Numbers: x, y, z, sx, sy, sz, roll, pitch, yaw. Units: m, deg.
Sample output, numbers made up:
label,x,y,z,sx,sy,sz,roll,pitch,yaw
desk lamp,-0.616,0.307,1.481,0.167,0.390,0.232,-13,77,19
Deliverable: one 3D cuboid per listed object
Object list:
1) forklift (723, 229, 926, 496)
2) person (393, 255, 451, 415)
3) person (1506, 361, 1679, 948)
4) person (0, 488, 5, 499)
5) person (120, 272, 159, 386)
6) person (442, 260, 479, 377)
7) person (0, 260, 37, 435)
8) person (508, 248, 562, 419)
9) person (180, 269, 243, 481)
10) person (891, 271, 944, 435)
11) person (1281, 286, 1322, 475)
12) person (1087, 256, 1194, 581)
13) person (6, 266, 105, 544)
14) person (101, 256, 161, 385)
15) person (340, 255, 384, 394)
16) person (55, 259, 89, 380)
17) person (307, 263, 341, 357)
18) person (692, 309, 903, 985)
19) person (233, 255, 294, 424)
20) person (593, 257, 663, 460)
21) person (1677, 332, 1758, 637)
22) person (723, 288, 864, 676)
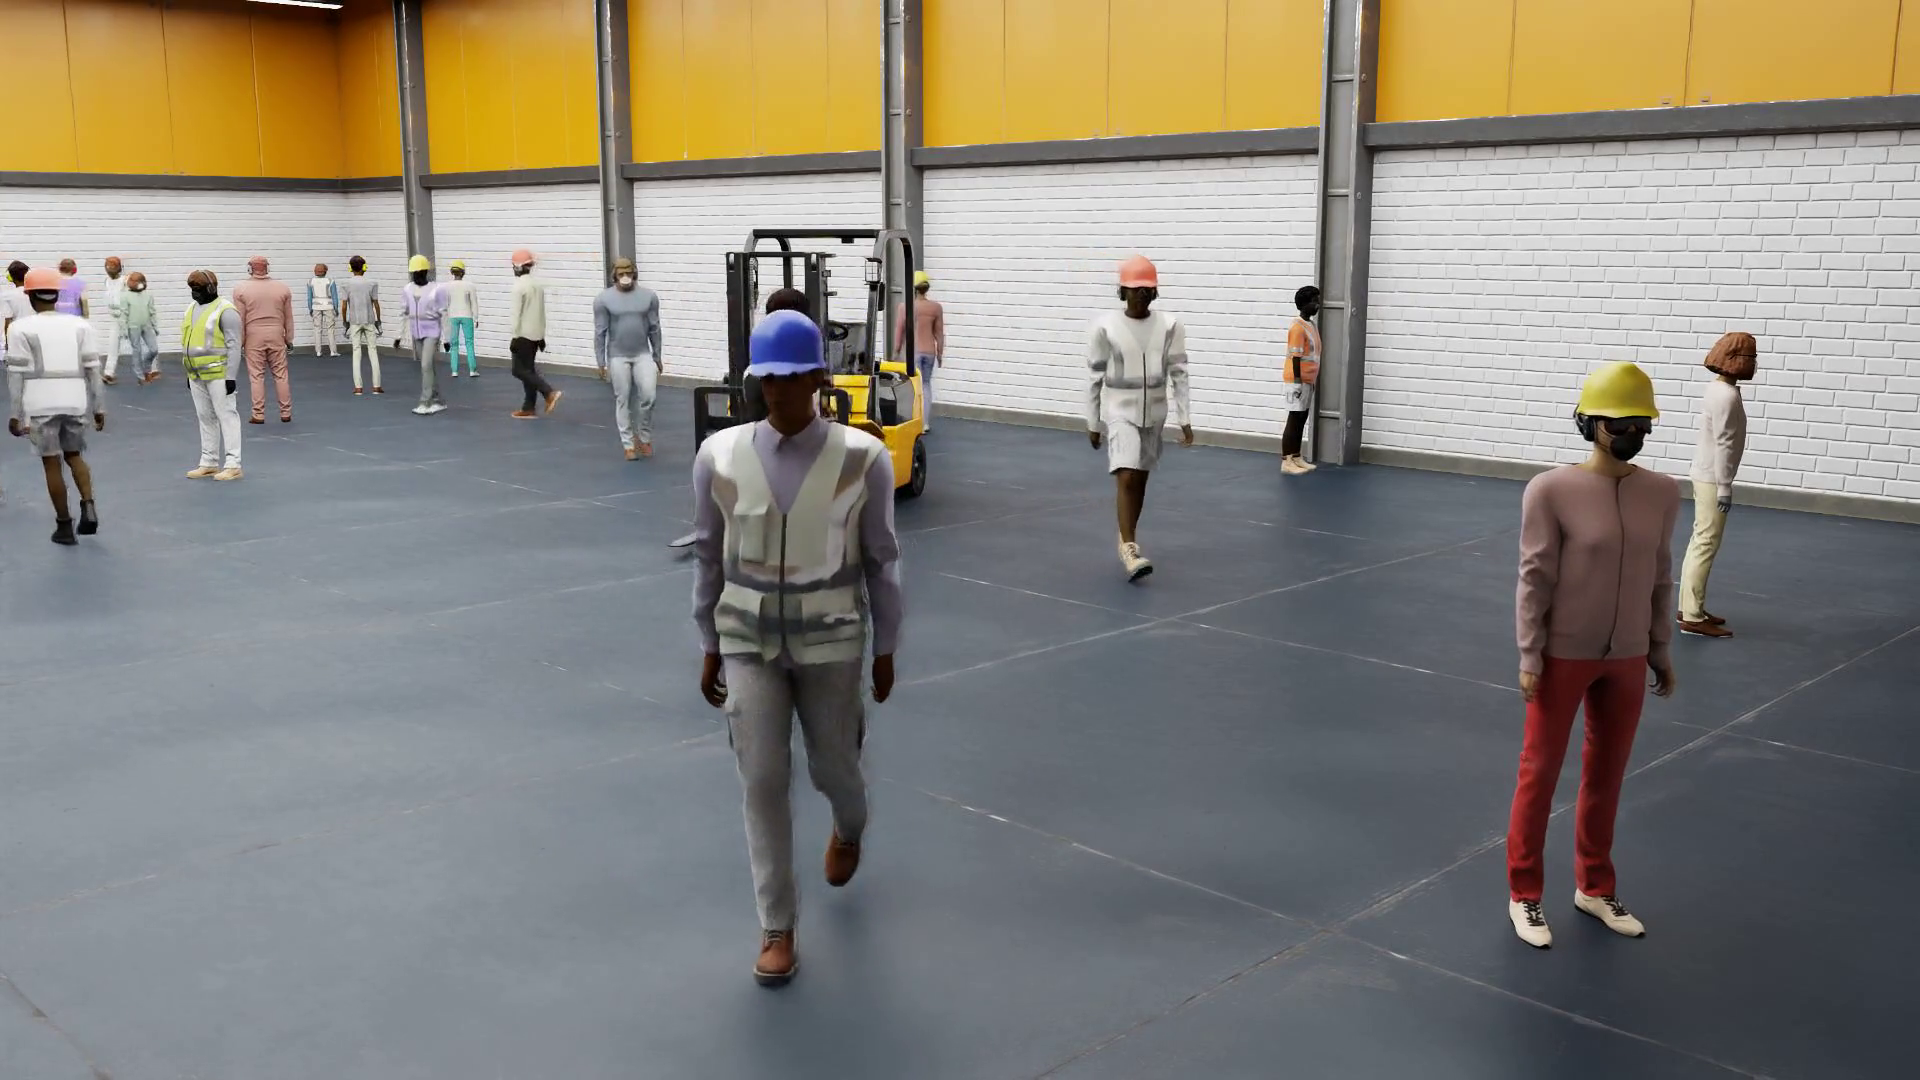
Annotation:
label,x,y,z,sx,sy,sz,roll,pitch,yaw
forklift,-1.050,-1.319,12.920,1.214,2.155,2.313,2,11,13
person,-6.432,-2.424,19.784,0.613,1.891,0.884,4,11,23
person,1.912,0.346,5.005,0.522,1.769,0.318,-2,11,-13
person,-7.676,-1.139,12.479,0.652,1.994,0.472,7,12,33
person,-11.601,-2.983,23.540,0.370,1.615,0.541,7,13,34
person,-7.520,-3.328,25.046,0.531,1.765,0.327,-2,11,-9
person,-9.975,-2.045,17.782,0.335,1.865,0.520,7,12,33
person,-4.935,-2.372,19.229,0.626,1.982,0.619,3,11,14
person,-6.548,-1.437,14.536,0.624,1.840,0.429,5,12,27
person,-0.467,-2.011,17.907,0.532,1.760,0.490,-5,12,-27
person,3.064,-1.431,14.907,0.321,1.689,0.530,5,11,24
person,1.140,-0.751,10.366,0.617,1.993,1.030,-2,11,-13
person,-6.265,-0.926,11.511,0.414,1.916,0.563,8,13,38
person,-12.003,-3.146,23.885,0.625,1.831,1.012,4,11,18
person,-8.047,-2.887,22.374,0.521,1.865,0.328,-3,11,-18
person,-12.965,-3.190,24.224,0.570,1.796,0.983,-4,11,-19
person,-11.200,-4.037,29.261,0.518,1.636,0.312,0,10,-2
person,-0.476,0.278,4.945,0.613,1.928,0.722,1,10,4
person,-7.909,-2.271,18.897,0.653,1.905,0.408,-8,13,-37
person,-3.131,-1.703,15.743,0.664,1.925,0.484,-4,11,-21
person,4.068,-0.299,8.921,0.287,1.627,0.497,3,11,18
person,-0.883,-0.271,8.039,0.839,1.889,0.598,3,11,18
